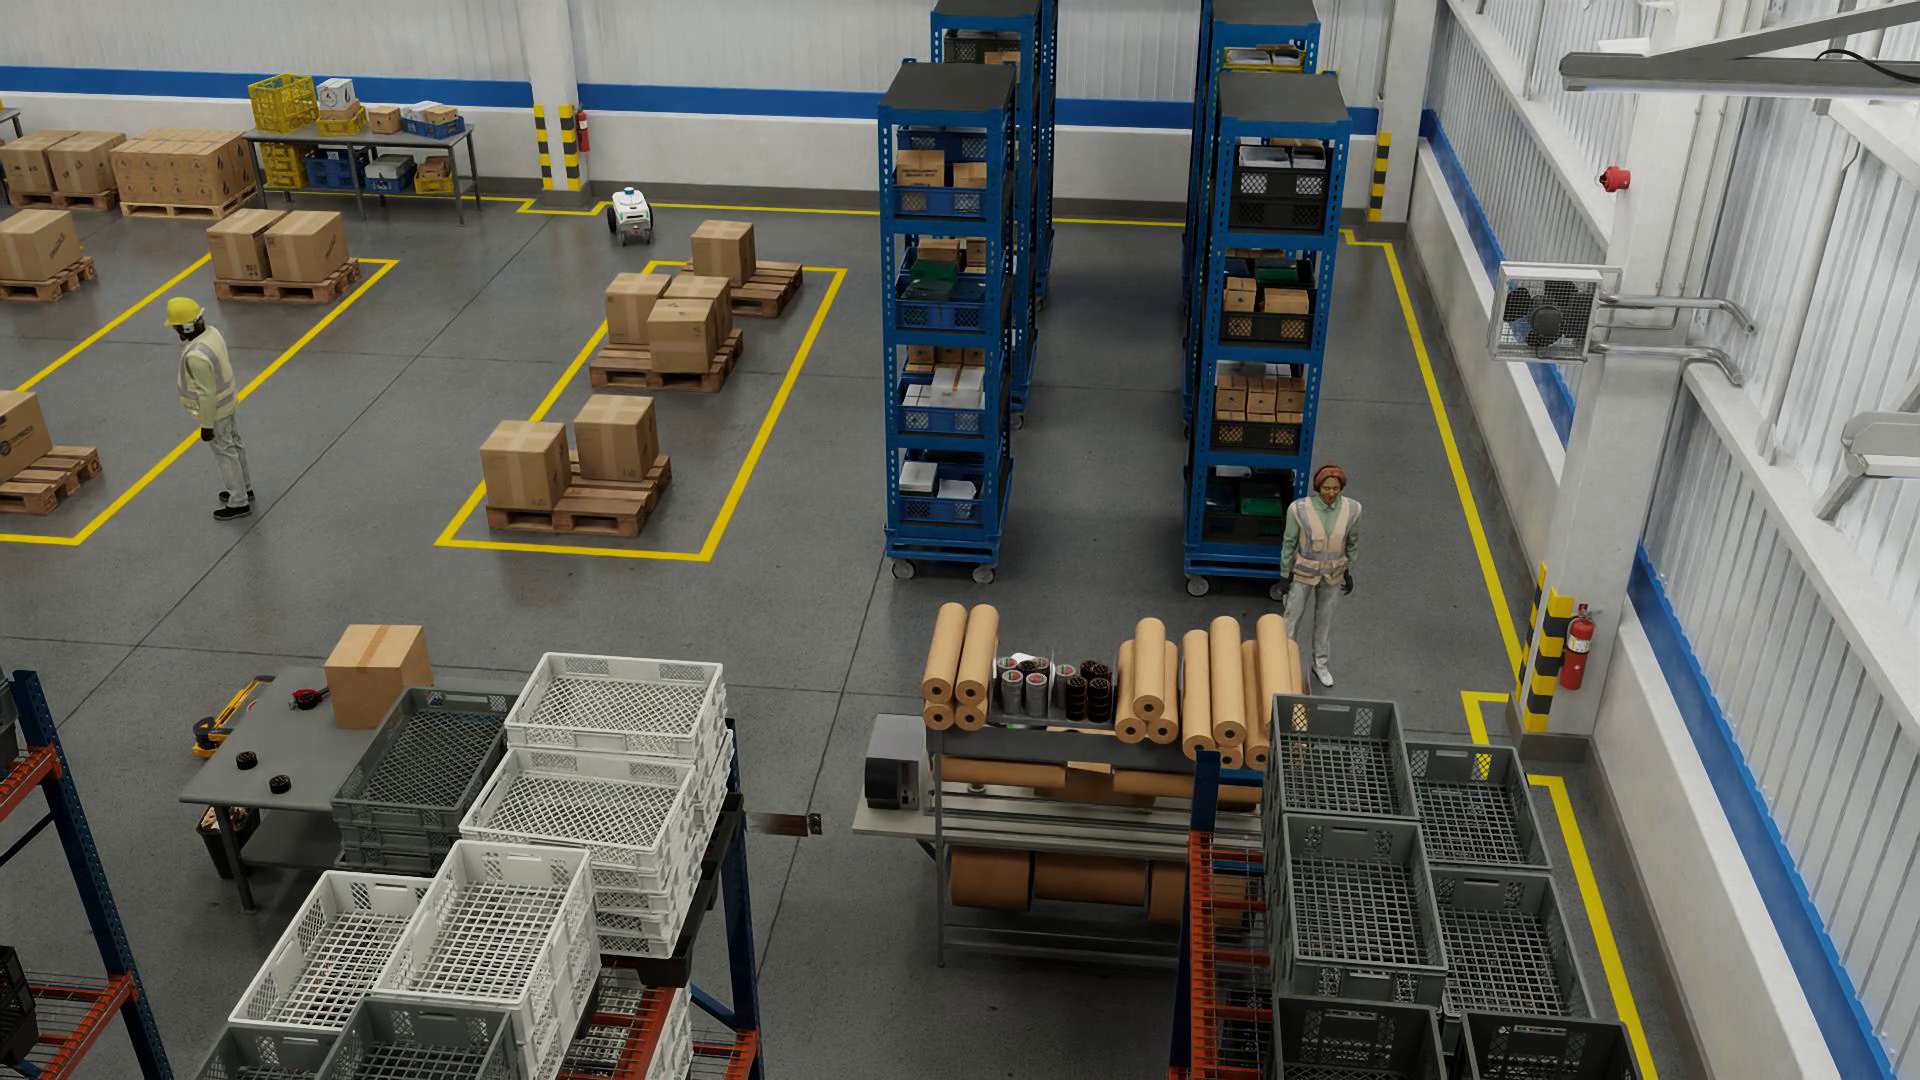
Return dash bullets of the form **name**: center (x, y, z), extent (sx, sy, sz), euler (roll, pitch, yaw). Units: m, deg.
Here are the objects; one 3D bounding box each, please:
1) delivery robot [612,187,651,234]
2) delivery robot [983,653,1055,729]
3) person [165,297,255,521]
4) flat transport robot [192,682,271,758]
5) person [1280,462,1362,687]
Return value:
- **delivery robot**: center (-3.685, -3.706, 18.641), extent (0.477, 0.478, 0.707), euler (-9, 31, -14)
- **delivery robot**: center (0.335, 1.003, 10.553), extent (0.477, 0.478, 0.707), euler (14, 33, 23)
- **person**: center (-5.799, -1.030, 12.883), extent (0.403, 1.823, 0.586), euler (-5, 31, -9)
- **flat transport robot**: center (-4.089, 1.163, 10.648), extent (1.431, 0.197, 0.652), euler (3, 30, 6)
- **person**: center (2.334, 0.232, 10.894), extent (0.514, 1.641, 0.307), euler (-3, 30, -6)
